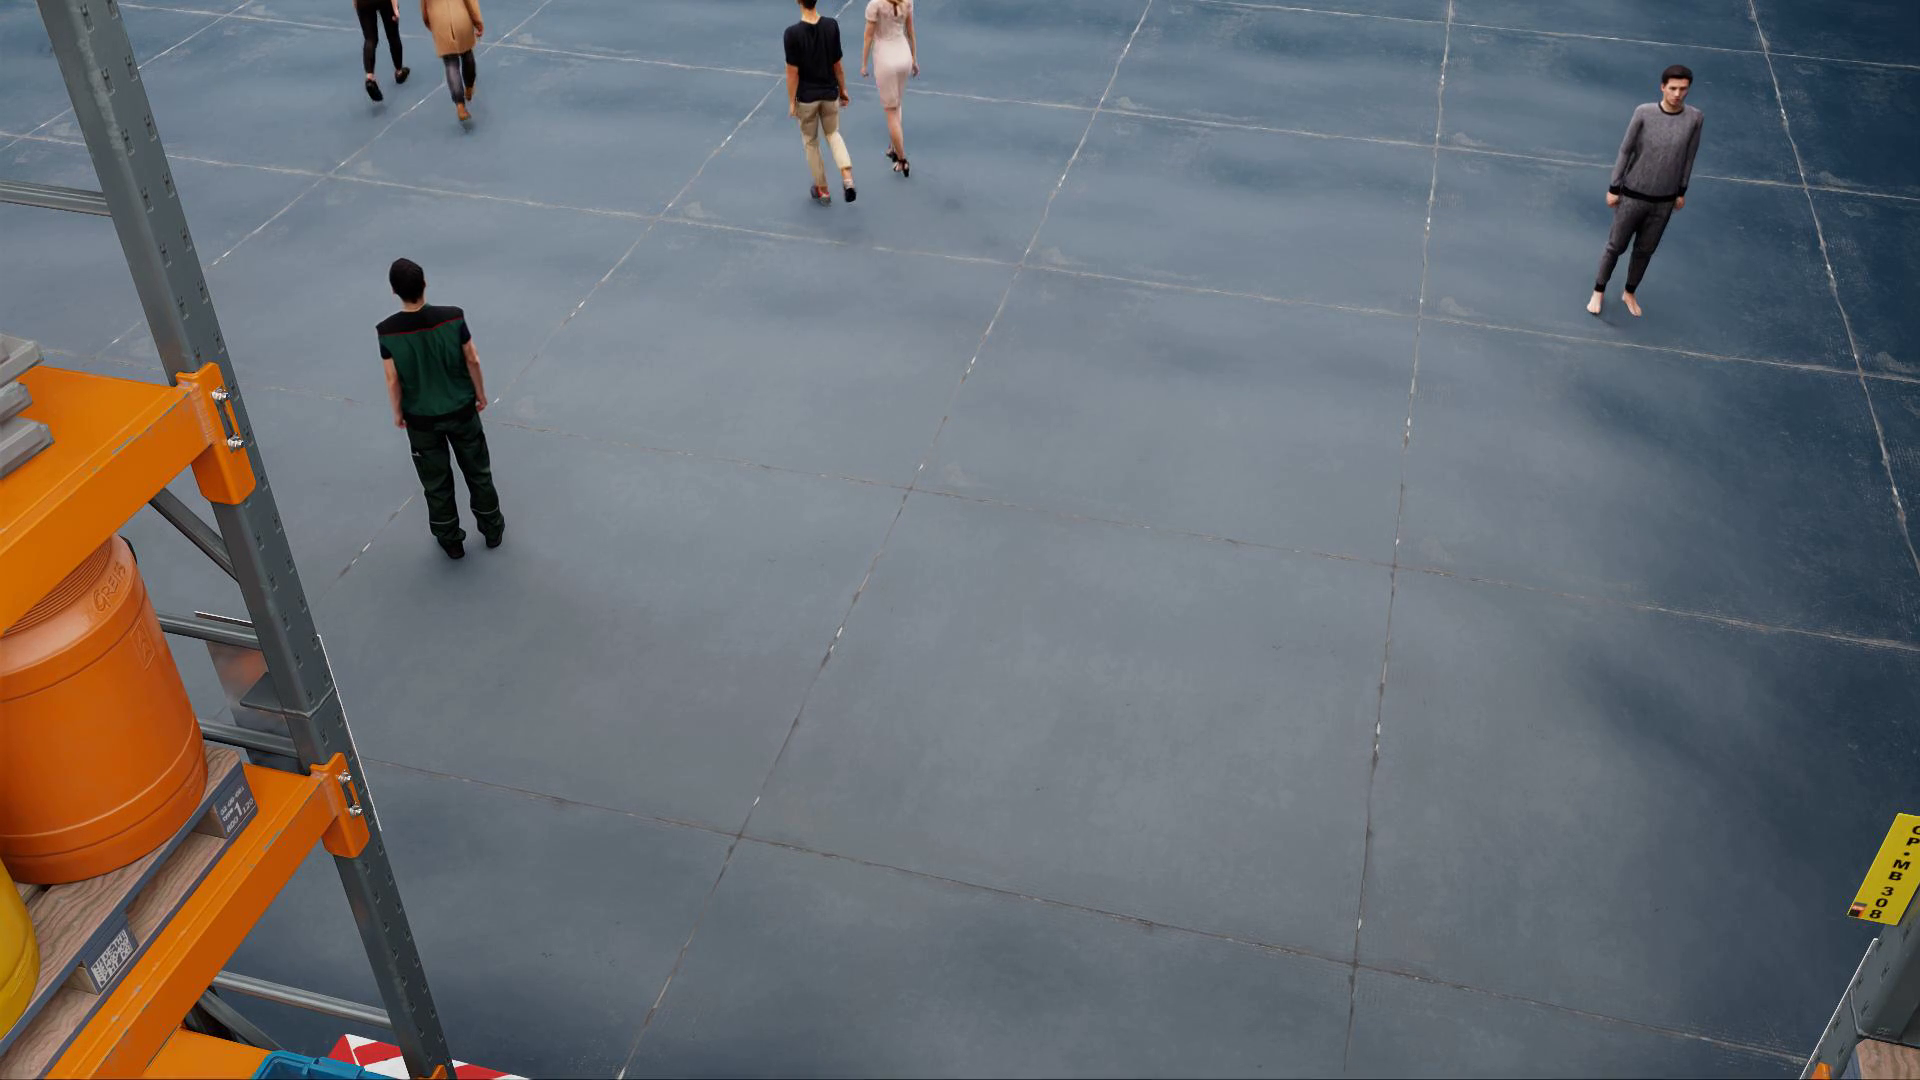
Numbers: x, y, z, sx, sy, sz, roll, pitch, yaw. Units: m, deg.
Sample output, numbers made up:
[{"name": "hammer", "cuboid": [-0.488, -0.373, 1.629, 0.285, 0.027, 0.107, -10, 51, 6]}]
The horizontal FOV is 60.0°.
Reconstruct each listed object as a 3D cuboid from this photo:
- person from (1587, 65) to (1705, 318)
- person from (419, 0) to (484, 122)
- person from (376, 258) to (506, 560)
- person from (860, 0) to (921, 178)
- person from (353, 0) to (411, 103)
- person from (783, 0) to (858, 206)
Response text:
[{"name": "person", "cuboid": [4.852, -2.465, 11.727, 0.718, 1.843, 0.572, 5, 38, 6]}, {"name": "person", "cuboid": [-4.425, -4.465, 14.409, 1.029, 1.688, 1.232, -9, 39, -11]}, {"name": "person", "cuboid": [-2.960, -0.742, 9.478, 0.765, 1.901, 0.801, -16, 41, -19]}, {"name": "person", "cuboid": [-0.502, -3.780, 13.431, 0.776, 1.814, 0.836, -22, 43, -26]}, {"name": "person", "cuboid": [-5.243, -4.760, 14.787, 0.780, 1.687, 1.153, 1, 38, 2]}, {"name": "person", "cuboid": [-1.073, -3.410, 12.941, 0.939, 1.835, 1.005, -16, 41, -19]}]
